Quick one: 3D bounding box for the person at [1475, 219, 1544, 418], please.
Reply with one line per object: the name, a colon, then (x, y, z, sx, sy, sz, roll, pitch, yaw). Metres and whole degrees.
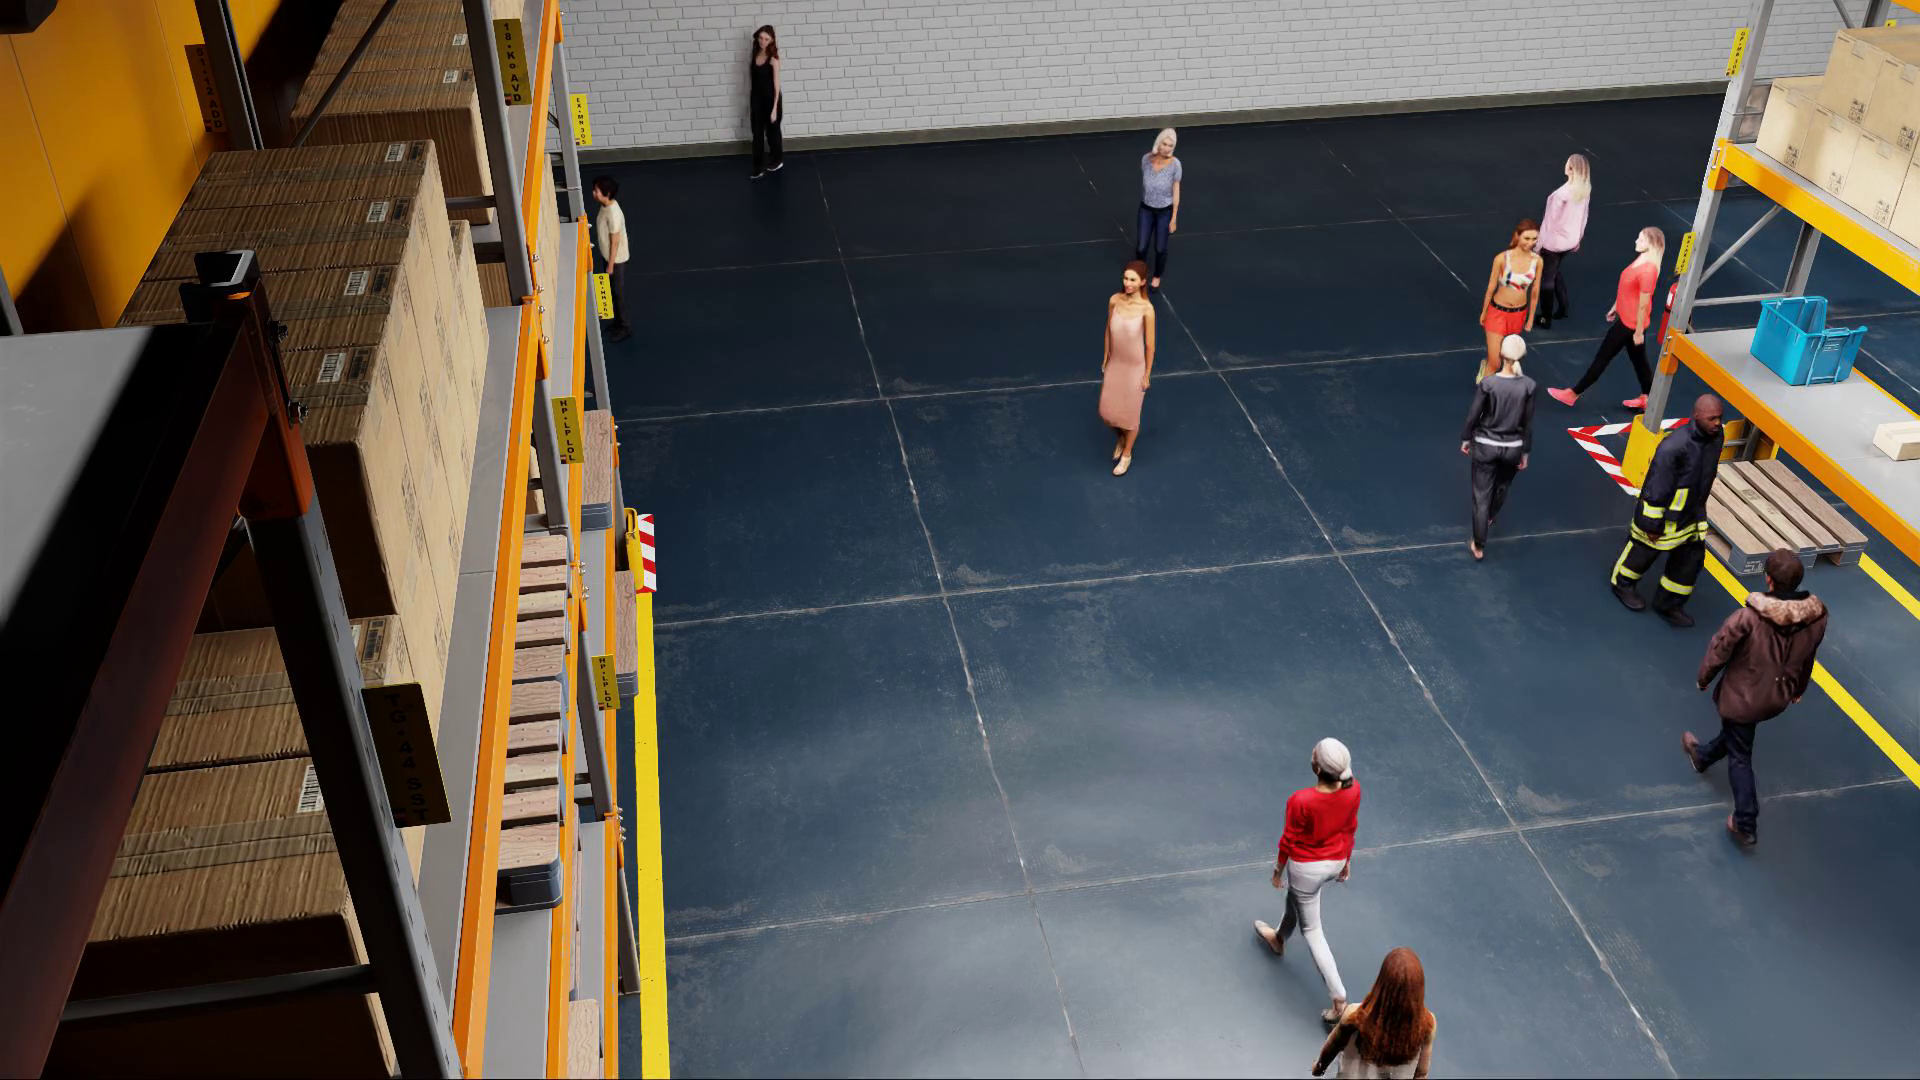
person: (4.548, -1.890, 13.915, 0.787, 1.751, 1.177, 3, 34, 5)

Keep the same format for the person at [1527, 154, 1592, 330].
person: (5.533, -2.687, 15.181, 0.725, 1.677, 0.773, -21, 39, -29)

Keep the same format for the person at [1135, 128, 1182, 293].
person: (1.886, -3.154, 15.876, 0.746, 1.686, 0.802, 21, 39, 29)

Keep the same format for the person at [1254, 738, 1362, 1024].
person: (1.866, 1.754, 8.517, 0.750, 1.658, 1.169, -15, 37, -22)

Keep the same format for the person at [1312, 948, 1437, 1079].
person: (1.828, 2.523, 7.331, 0.730, 1.690, 1.027, 0, 34, 1)

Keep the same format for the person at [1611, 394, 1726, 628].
person: (4.856, -0.289, 11.476, 0.857, 1.785, 0.975, -13, 36, -19)

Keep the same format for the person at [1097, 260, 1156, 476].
person: (1.363, -1.375, 13.072, 0.745, 1.827, 0.804, 21, 39, 28)

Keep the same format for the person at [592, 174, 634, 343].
person: (-3.097, -2.568, 15.085, 0.692, 1.585, 0.493, -10, 35, -15)

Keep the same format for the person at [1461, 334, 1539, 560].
person: (3.924, -0.640, 12.081, 0.827, 1.700, 1.036, 6, 34, 9)

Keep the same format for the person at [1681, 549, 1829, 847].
person: (4.621, 0.948, 9.609, 0.771, 1.792, 1.191, -4, 34, -6)

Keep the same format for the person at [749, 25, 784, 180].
person: (-2.125, -4.887, 18.470, 0.866, 1.701, 0.985, 19, 38, 26)

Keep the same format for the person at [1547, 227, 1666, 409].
person: (5.686, -1.778, 13.848, 1.021, 1.639, 1.143, 10, 35, 15)
